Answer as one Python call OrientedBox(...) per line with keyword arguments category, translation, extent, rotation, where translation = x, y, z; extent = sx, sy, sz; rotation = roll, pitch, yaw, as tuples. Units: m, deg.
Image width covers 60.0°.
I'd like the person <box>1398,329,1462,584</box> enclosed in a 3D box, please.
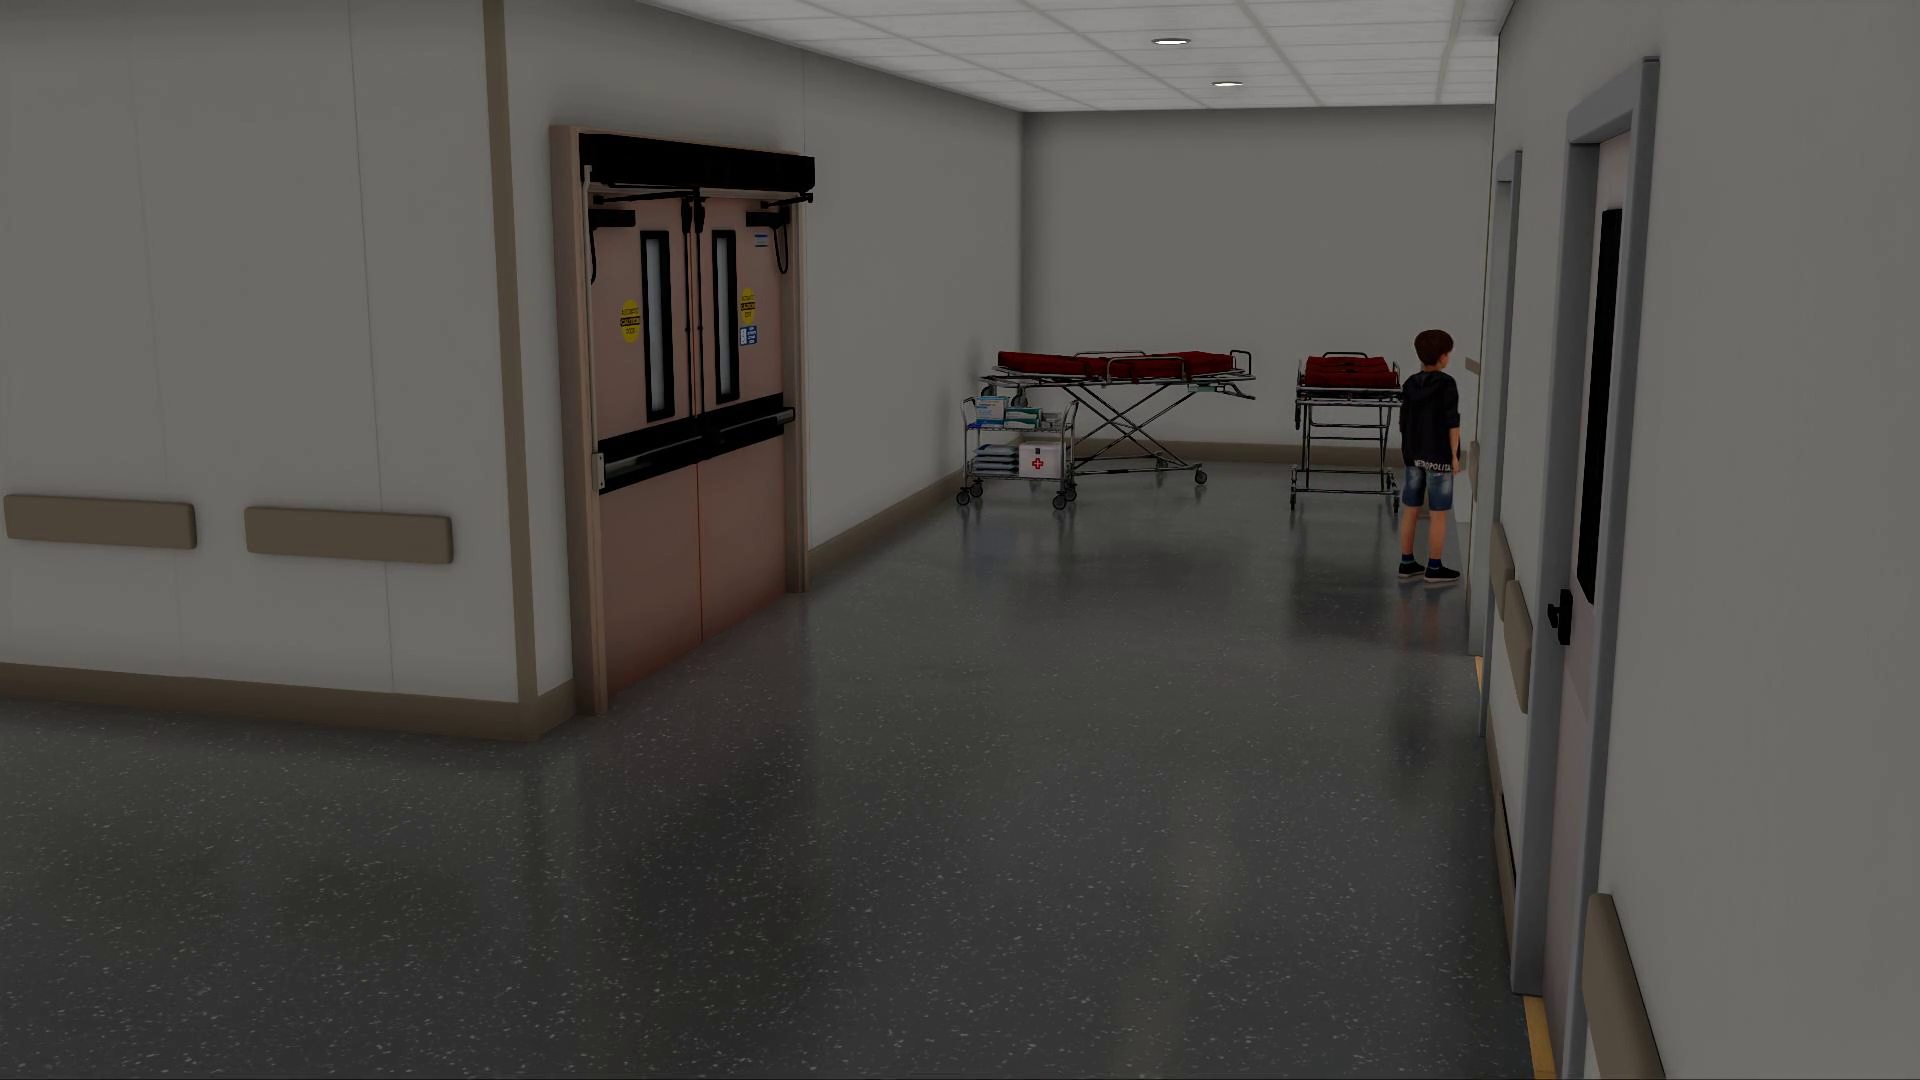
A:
OrientedBox(category="person", translation=(2.701, -0.489, 9.568), extent=(0.669, 1.447, 0.626), rotation=(-9, 14, -38))
